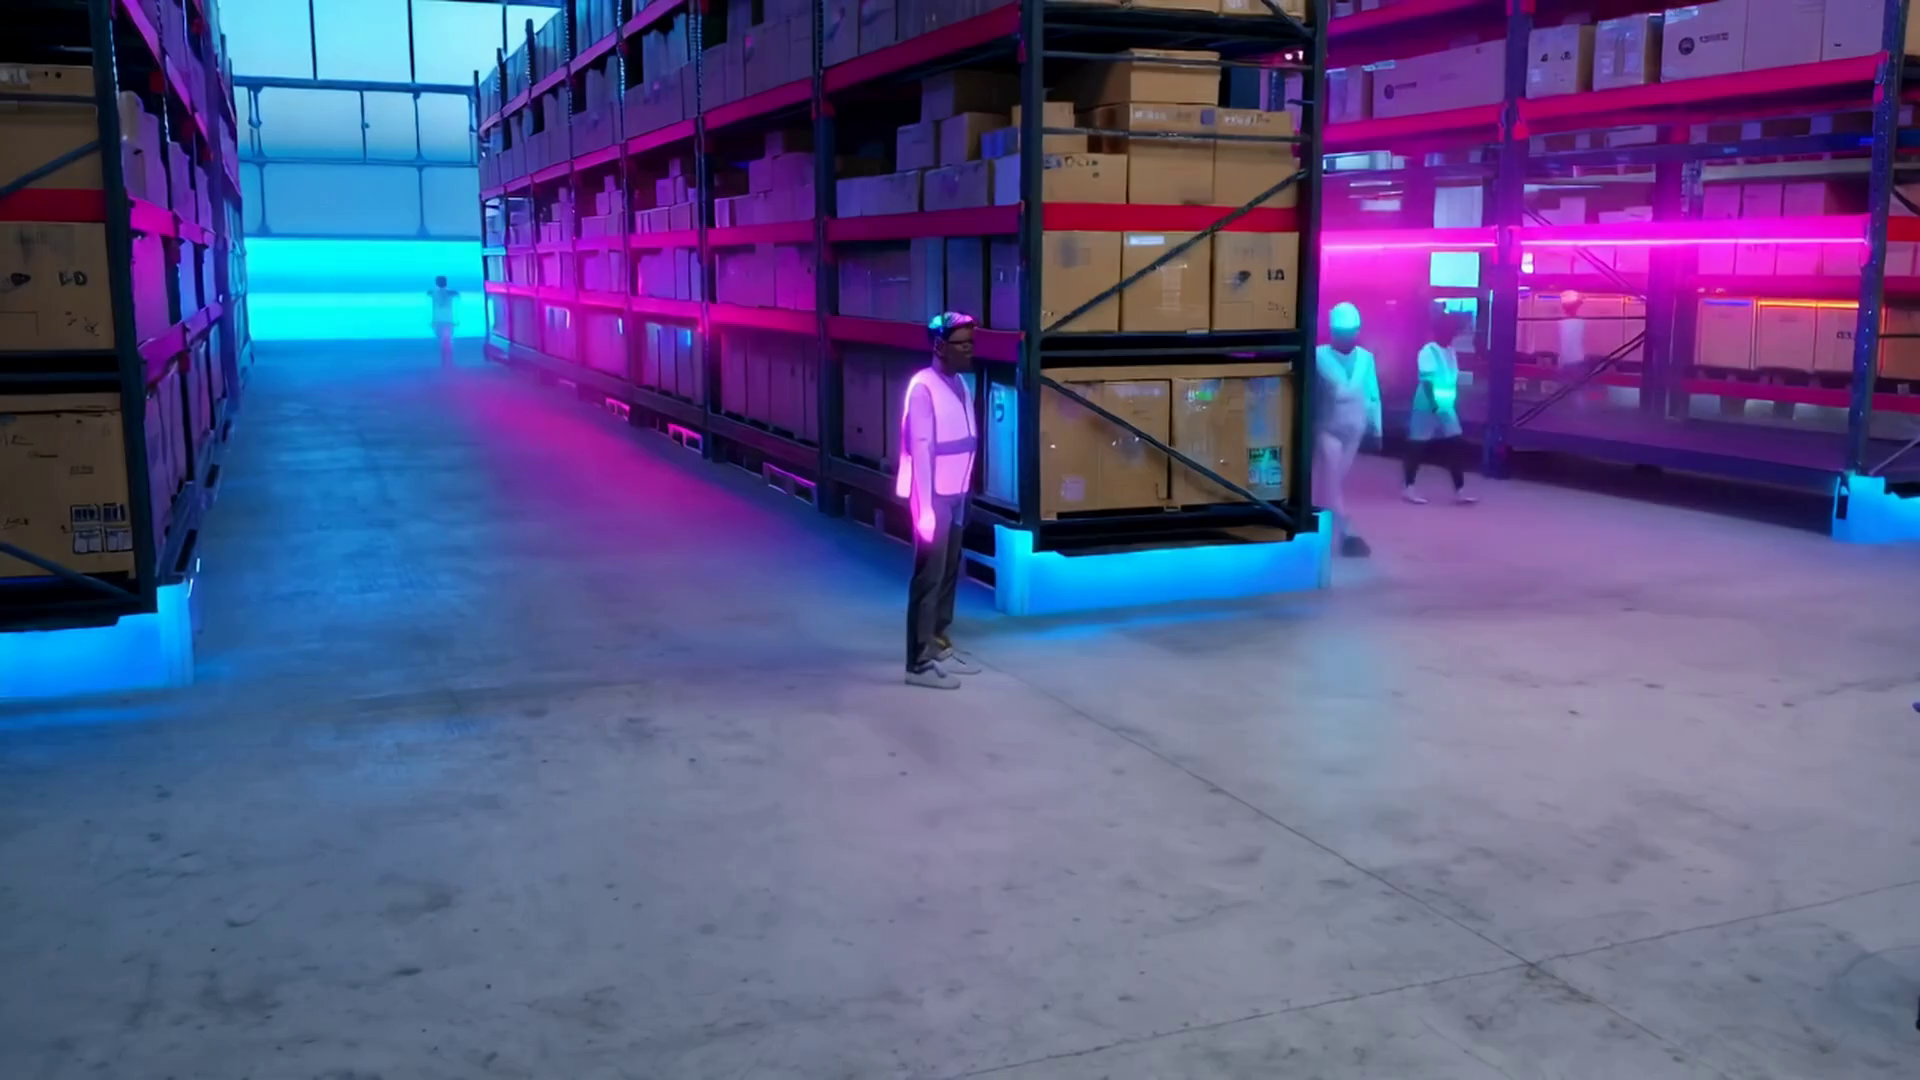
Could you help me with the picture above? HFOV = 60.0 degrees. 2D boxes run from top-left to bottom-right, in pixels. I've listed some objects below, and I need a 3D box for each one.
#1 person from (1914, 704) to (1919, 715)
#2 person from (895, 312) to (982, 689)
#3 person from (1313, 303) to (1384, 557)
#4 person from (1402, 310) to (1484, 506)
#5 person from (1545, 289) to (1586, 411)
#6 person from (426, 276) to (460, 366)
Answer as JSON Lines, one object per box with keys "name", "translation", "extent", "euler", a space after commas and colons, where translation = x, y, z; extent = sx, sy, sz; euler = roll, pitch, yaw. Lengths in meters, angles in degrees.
{"name": "person", "translation": [4.648, -0.120, 7.529], "extent": [0.642, 1.900, 0.400], "euler": [-9, 13, -43]}
{"name": "person", "translation": [-0.113, -0.198, 8.175], "extent": [0.381, 1.836, 0.564], "euler": [3, 10, 19]}
{"name": "person", "translation": [2.731, -0.798, 11.928], "extent": [0.613, 1.783, 0.925], "euler": [-3, 10, -19]}
{"name": "person", "translation": [4.095, -1.093, 14.022], "extent": [0.546, 1.667, 0.785], "euler": [-7, 12, -35]}
{"name": "person", "translation": [7.355, -2.181, 20.314], "extent": [0.542, 1.734, 0.728], "euler": [-5, 11, -28]}
{"name": "person", "translation": [-10.444, -4.424, 33.614], "extent": [0.650, 1.789, 0.944], "euler": [-3, 10, -19]}
